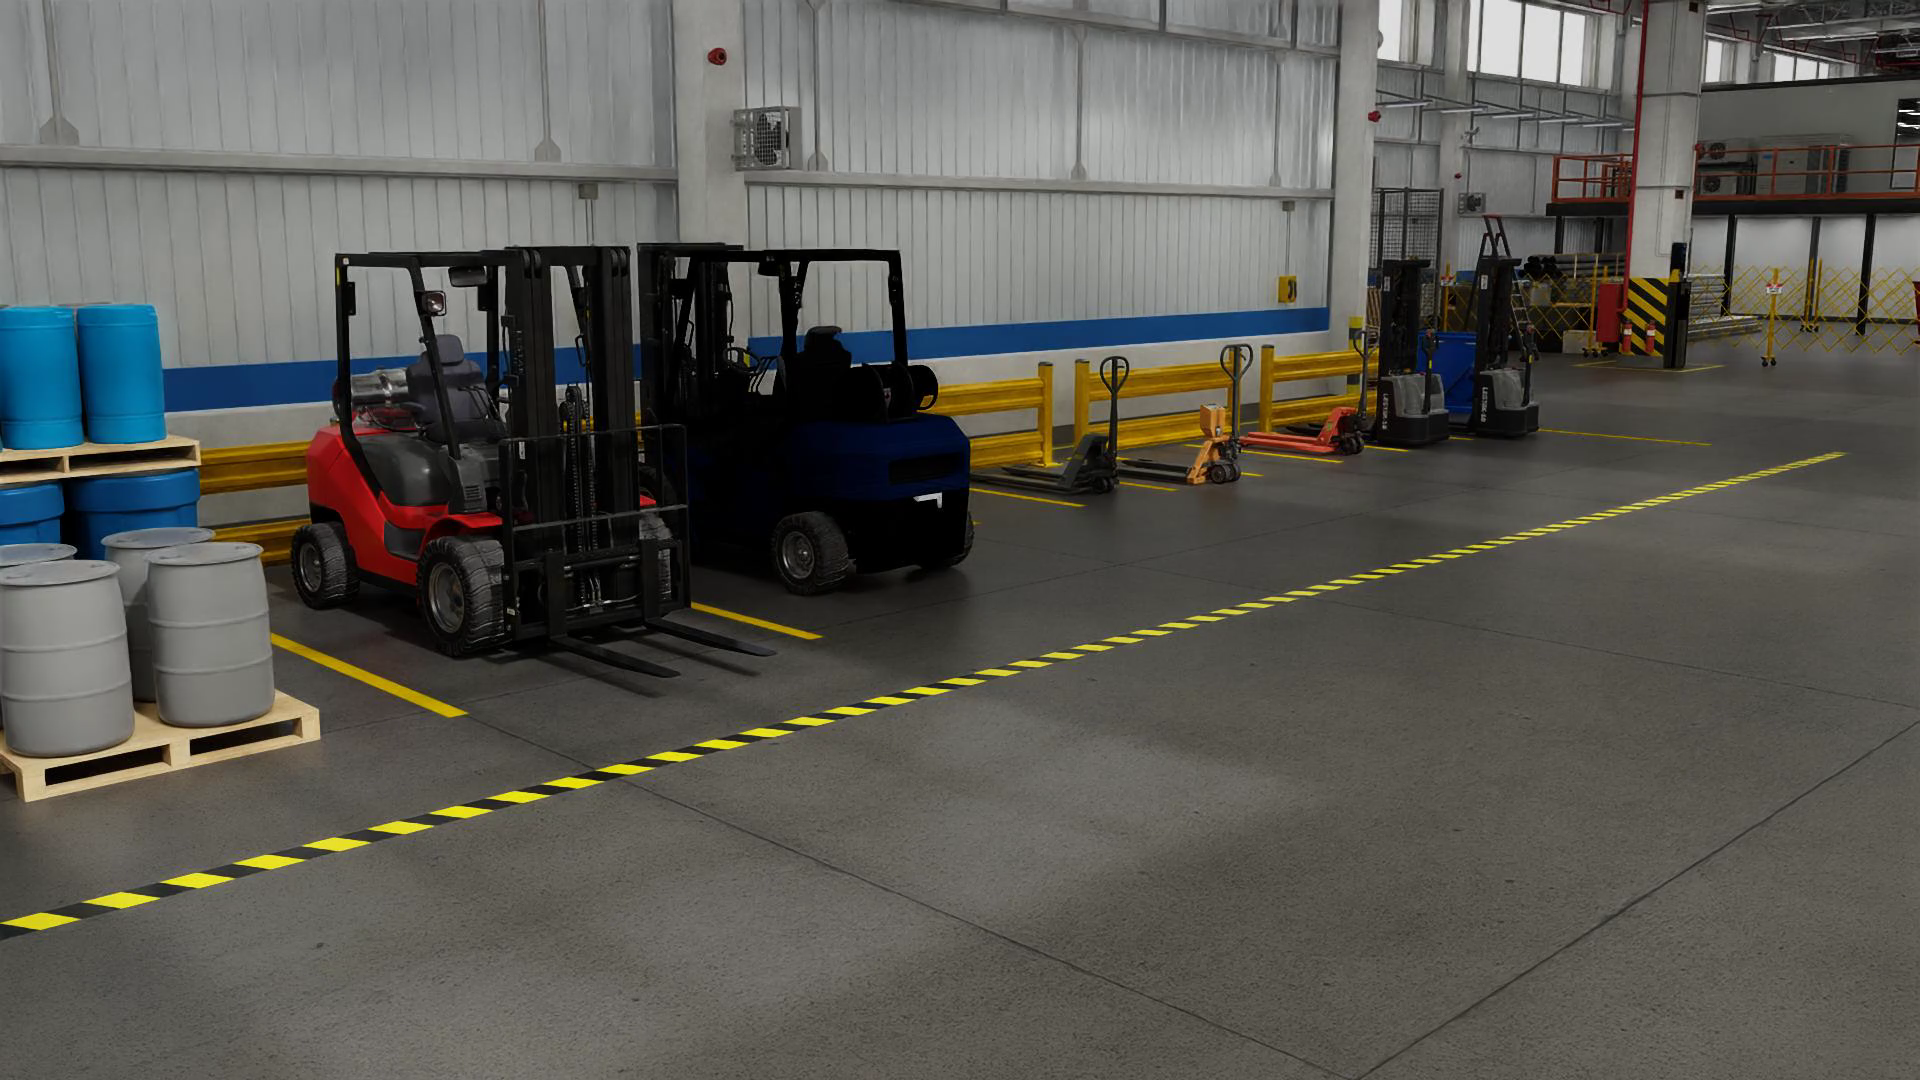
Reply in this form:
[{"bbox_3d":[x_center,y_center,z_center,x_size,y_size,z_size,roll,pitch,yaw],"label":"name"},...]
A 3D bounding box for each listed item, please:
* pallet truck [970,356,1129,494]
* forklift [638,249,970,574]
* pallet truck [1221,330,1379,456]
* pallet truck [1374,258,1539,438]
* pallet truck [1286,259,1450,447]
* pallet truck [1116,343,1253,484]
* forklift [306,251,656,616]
[{"bbox_3d":[0.784,-1.085,14.876,0.680,1.201,1.601,-10,14,-44],"label":"pallet truck"},{"bbox_3d":[-1.173,-0.958,11.239,2.680,1.987,1.157,10,14,43],"label":"forklift"},{"bbox_3d":[3.563,-1.581,17.381,0.653,1.274,1.630,-10,14,-44],"label":"pallet truck"},{"bbox_3d":[5.704,-2.208,18.901,1.885,1.965,0.823,10,14,43],"label":"pallet truck"},{"bbox_3d":[4.493,-2.078,18.196,0.823,1.965,1.885,-9,14,-40],"label":"pallet truck"},{"bbox_3d":[1.962,-1.215,15.415,1.522,1.261,0.704,10,14,43],"label":"pallet truck"},{"bbox_3d":[-2.833,-0.669,9.694,1.157,1.987,2.680,-10,14,-44],"label":"forklift"}]
